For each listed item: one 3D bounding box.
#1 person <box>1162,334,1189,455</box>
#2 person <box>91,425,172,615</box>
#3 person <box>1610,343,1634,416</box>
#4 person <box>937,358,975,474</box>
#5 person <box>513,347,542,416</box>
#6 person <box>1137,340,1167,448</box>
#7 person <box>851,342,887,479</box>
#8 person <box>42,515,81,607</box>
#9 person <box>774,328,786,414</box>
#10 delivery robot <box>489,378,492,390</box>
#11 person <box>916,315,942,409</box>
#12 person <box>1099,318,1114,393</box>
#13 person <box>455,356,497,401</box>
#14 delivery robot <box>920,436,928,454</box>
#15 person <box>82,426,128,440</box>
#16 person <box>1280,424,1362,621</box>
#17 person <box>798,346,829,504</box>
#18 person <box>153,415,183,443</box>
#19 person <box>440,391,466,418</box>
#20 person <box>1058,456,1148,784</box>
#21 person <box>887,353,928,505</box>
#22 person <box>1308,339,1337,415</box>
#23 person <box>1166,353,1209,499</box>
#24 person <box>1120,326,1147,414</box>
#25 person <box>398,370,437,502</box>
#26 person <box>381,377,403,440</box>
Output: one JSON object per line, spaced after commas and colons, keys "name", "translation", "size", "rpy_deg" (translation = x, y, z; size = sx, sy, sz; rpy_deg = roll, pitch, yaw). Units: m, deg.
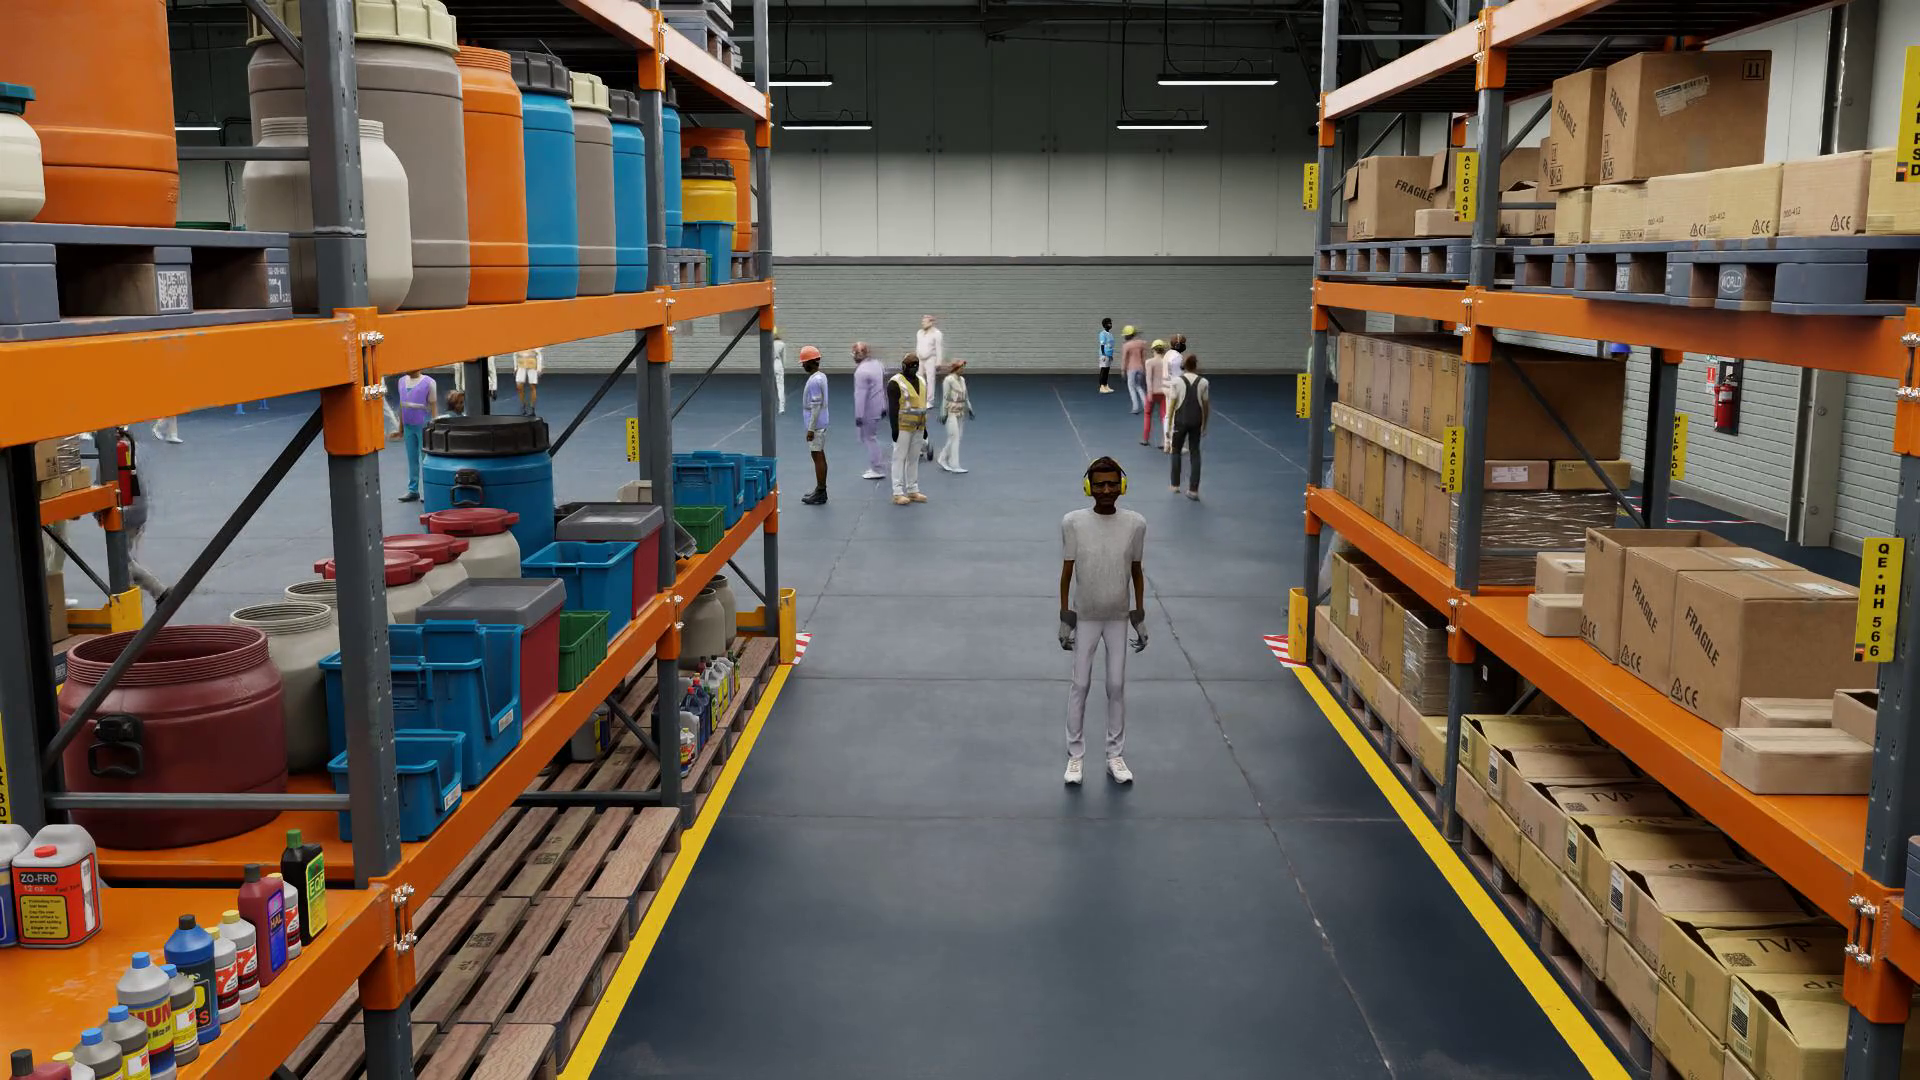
{"name": "person", "translation": [3.364, -2.266, 25.816], "size": [0.429, 1.841, 0.636], "rpy_deg": [-2, 10, -10]}
{"name": "person", "translation": [-6.663, -0.168, 13.305], "size": [0.505, 1.817, 0.612], "rpy_deg": [-3, 10, -15]}
{"name": "person", "translation": [8.619, -1.670, 21.929], "size": [0.394, 1.948, 0.613], "rpy_deg": [4, 10, 21]}
{"name": "person", "translation": [-0.109, -1.766, 23.501], "size": [0.537, 1.617, 0.529], "rpy_deg": [5, 11, 26]}
{"name": "person", "translation": [-8.284, -3.295, 31.733], "size": [0.570, 1.919, 0.649], "rpy_deg": [1, 10, 4]}
{"name": "person", "translation": [3.150, -2.339, 26.625], "size": [0.529, 1.707, 0.846], "rpy_deg": [-5, 11, -27]}
{"name": "person", "translation": [-1.243, -1.773, 22.761], "size": [0.486, 1.874, 0.673], "rpy_deg": [3, 10, 16]}
{"name": "person", "translation": [-7.760, -0.315, 14.179], "size": [0.379, 1.826, 0.680], "rpy_deg": [0, 9, 3]}
{"name": "person", "translation": [-3.652, -3.351, 32.750], "size": [0.491, 1.699, 0.891], "rpy_deg": [-3, 10, -19]}
{"name": "delivery robot", "translation": [-10.564, -3.488, 36.825], "size": [0.477, 0.478, 0.707], "rpy_deg": [-5, 11, -28]}
{"name": "person", "translation": [-0.666, -3.607, 33.668], "size": [0.667, 1.895, 0.428], "rpy_deg": [8, 12, 40]}
{"name": "person", "translation": [3.329, -4.191, 37.768], "size": [0.318, 1.700, 0.535], "rpy_deg": [5, 11, 26]}
{"name": "person", "translation": [-7.695, -2.423, 26.440], "size": [0.627, 1.954, 1.000], "rpy_deg": [-4, 10, -20]}
{"name": "delivery robot", "translation": [-0.681, -1.542, 25.168], "size": [0.477, 0.478, 0.707], "rpy_deg": [-1, 10, -7]}
{"name": "person", "translation": [-14.468, -2.593, 27.872], "size": [0.542, 1.802, 1.002], "rpy_deg": [2, 10, 13]}
{"name": "person", "translation": [3.074, -0.169, 13.428], "size": [0.939, 1.781, 0.596], "rpy_deg": [0, 9, -2]}
{"name": "person", "translation": [-1.806, -1.422, 20.504], "size": [0.373, 1.928, 0.543], "rpy_deg": [1, 10, 4]}
{"name": "person", "translation": [-12.986, -2.400, 27.240], "size": [0.398, 1.622, 0.541], "rpy_deg": [3, 10, 16]}
{"name": "person", "translation": [-5.199, -0.750, 17.432], "size": [0.749, 1.611, 0.521], "rpy_deg": [7, 11, 34]}
{"name": "person", "translation": [0.814, 0.452, 9.448], "size": [0.516, 1.873, 0.329], "rpy_deg": [-1, 10, -5]}
{"name": "person", "translation": [-0.618, -1.377, 20.500], "size": [0.430, 1.841, 0.624], "rpy_deg": [8, 12, 40]}
{"name": "person", "translation": [7.015, -3.214, 32.251], "size": [0.501, 1.586, 0.859], "rpy_deg": [-2, 10, -13]}
{"name": "person", "translation": [2.852, -1.456, 21.050], "size": [0.562, 1.810, 0.806], "rpy_deg": [-1, 10, -8]}
{"name": "person", "translation": [3.388, -3.318, 32.491], "size": [0.588, 1.723, 0.358], "rpy_deg": [-7, 12, -35]}
{"name": "person", "translation": [-6.712, -1.397, 20.617], "size": [0.564, 1.837, 0.388], "rpy_deg": [4, 10, 23]}
{"name": "person", "translation": [-9.723, -2.553, 27.418], "size": [1.041, 1.883, 0.654], "rpy_deg": [-5, 11, -28]}
